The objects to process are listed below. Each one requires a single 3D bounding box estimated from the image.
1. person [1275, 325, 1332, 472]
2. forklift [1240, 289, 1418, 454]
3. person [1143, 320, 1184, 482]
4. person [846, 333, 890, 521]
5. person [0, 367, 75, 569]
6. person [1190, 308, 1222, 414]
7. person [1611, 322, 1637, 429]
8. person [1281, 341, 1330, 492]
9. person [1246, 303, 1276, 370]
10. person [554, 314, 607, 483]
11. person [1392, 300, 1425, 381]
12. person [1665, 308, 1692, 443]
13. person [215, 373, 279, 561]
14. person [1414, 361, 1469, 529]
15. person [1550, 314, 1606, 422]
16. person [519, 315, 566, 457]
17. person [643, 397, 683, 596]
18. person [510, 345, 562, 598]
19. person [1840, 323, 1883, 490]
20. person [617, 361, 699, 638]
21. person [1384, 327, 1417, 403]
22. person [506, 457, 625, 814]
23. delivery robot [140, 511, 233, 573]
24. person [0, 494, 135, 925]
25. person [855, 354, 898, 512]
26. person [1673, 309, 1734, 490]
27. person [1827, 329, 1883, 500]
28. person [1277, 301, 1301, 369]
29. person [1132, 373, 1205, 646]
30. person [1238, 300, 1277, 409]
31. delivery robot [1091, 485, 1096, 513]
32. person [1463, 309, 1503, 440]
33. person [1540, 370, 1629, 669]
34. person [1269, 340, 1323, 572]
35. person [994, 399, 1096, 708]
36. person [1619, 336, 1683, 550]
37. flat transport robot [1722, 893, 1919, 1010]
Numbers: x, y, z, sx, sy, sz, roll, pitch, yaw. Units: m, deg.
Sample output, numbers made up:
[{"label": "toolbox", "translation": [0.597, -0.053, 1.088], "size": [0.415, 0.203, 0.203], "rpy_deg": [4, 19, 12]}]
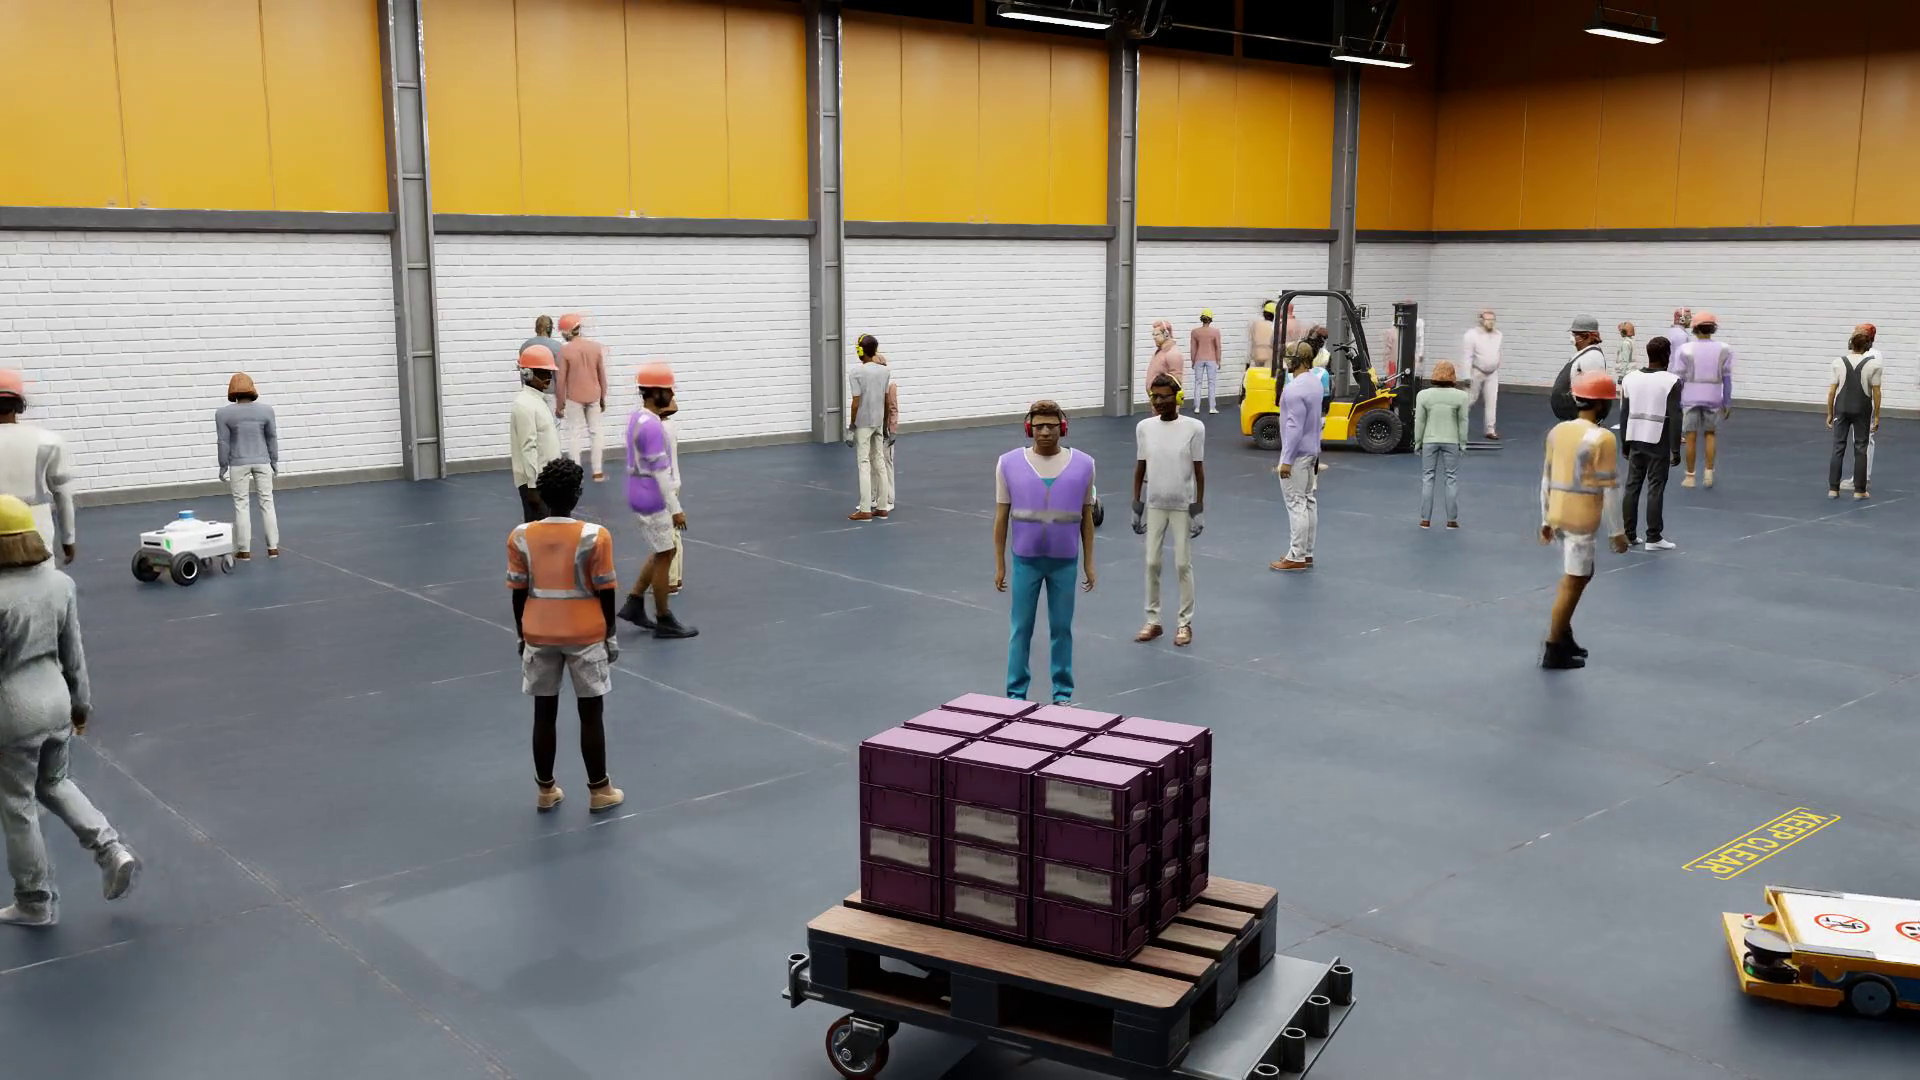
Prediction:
[{"label": "person", "translation": [4.182, -1.716, 20.319], "size": [0.696, 1.807, 0.432], "rpy_deg": [0, 10, -2]}, {"label": "forklift", "translation": [5.034, -2.339, 22.783], "size": [2.313, 2.155, 1.214], "rpy_deg": [3, 10, 16]}, {"label": "person", "translation": [2.331, -1.568, 19.128], "size": [0.401, 1.905, 0.643], "rpy_deg": [-2, 10, -10]}, {"label": "person", "translation": [-0.918, -1.122, 16.606], "size": [0.509, 1.872, 0.328], "rpy_deg": [-9, 13, -42]}, {"label": "person", "translation": [-5.557, -0.022, 9.819], "size": [0.624, 2.001, 1.043], "rpy_deg": [-7, 12, -37]}, {"label": "person", "translation": [4.113, -2.985, 27.821], "size": [0.524, 1.769, 0.308], "rpy_deg": [3, 10, 19]}, {"label": "person", "translation": [10.144, -2.501, 25.356], "size": [0.311, 1.639, 0.512], "rpy_deg": [6, 11, 31]}, {"label": "person", "translation": [3.870, -1.389, 18.681], "size": [0.529, 1.695, 0.321], "rpy_deg": [5, 11, 27]}, {"label": "person", "translation": [5.111, -3.032, 27.816], "size": [0.597, 1.866, 1.006], "rpy_deg": [6, 11, 31]}, {"label": "person", "translation": [-4.417, -1.633, 19.367], "size": [0.701, 1.957, 0.393], "rpy_deg": [-8, 13, -39]}, {"label": "person", "translation": [7.926, -3.323, 29.500], "size": [0.584, 1.867, 0.496], "rpy_deg": [1, 10, 3]}, {"label": "person", "translation": [10.191, -2.331, 23.581], "size": [0.407, 1.908, 0.641], "rpy_deg": [1, 10, 8]}, {"label": "person", "translation": [-6.184, -0.637, 14.459], "size": [0.498, 1.633, 0.279], "rpy_deg": [-7, 12, -34]}, {"label": "person", "translation": [4.645, -0.915, 16.088], "size": [0.501, 1.633, 0.281], "rpy_deg": [3, 10, 18]}, {"label": "person", "translation": [6.466, -1.348, 17.432], "size": [0.536, 2.000, 0.672], "rpy_deg": [3, 10, 18]}, {"label": "person", "translation": [-4.997, -1.742, 20.051], "size": [0.629, 1.935, 0.379], "rpy_deg": [4, 10, 22]}, {"label": "person", "translation": [-2.323, -0.384, 12.980], "size": [0.279, 1.633, 0.505], "rpy_deg": [0, 10, 2]}, {"label": "person", "translation": [-3.099, -0.436, 12.227], "size": [0.379, 1.991, 0.625], "rpy_deg": [-1, 10, -8]}, {"label": "person", "translation": [10.200, -1.504, 18.799], "size": [0.357, 1.885, 0.573], "rpy_deg": [8, 13, 40]}, {"label": "person", "translation": [-2.075, -0.263, 11.428], "size": [0.463, 1.927, 0.581], "rpy_deg": [-3, 10, -17]}, {"label": "person", "translation": [7.354, -2.948, 27.723], "size": [0.618, 1.737, 0.328], "rpy_deg": [-1, 10, -6]}, {"label": "person", "translation": [-1.861, 0.458, 7.859], "size": [0.533, 1.697, 0.322], "rpy_deg": [2, 10, 9]}, {"label": "delivery robot", "translation": [-6.305, 0.005, 13.579], "size": [0.477, 0.478, 0.707], "rpy_deg": [4, 11, 22]}, {"label": "person", "translation": [-3.597, 0.678, 6.486], "size": [0.480, 1.729, 0.493], "rpy_deg": [3, 10, 15]}, {"label": "person", "translation": [-0.857, -1.104, 17.176], "size": [0.525, 1.639, 0.307], "rpy_deg": [8, 12, 39]}, {"label": "person", "translation": [8.349, -1.578, 18.773], "size": [0.637, 2.037, 0.387], "rpy_deg": [2, 10, 11]}, {"label": "person", "translation": [9.688, -1.355, 18.041], "size": [0.509, 1.844, 0.329], "rpy_deg": [7, 12, 37]}, {"label": "person", "translation": [5.300, -2.934, 27.107], "size": [0.403, 1.911, 0.637], "rpy_deg": [6, 11, 30]}, {"label": "person", "translation": [1.418, -0.207, 11.316], "size": [0.518, 1.856, 0.332], "rpy_deg": [5, 11, 26]}, {"label": "person", "translation": [5.223, -3.187, 28.688], "size": [0.624, 1.890, 1.138], "rpy_deg": [9, 13, 42]}, {"label": "delivery robot", "translation": [1.090, -0.480, 16.419], "size": [0.477, 0.478, 0.707], "rpy_deg": [-2, 10, -12]}, {"label": "person", "translation": [7.555, -2.416, 24.190], "size": [0.650, 1.877, 0.870], "rpy_deg": [-2, 10, -13]}, {"label": "person", "translation": [3.978, -0.121, 10.614], "size": [0.580, 1.919, 0.555], "rpy_deg": [-2, 10, -12]}, {"label": "person", "translation": [2.828, -0.699, 13.929], "size": [0.359, 1.938, 0.635], "rpy_deg": [5, 11, 28]}, {"label": "person", "translation": [0.479, 0.117, 9.424], "size": [0.572, 1.843, 0.373], "rpy_deg": [-1, 10, -4]}, {"label": "person", "translation": [6.217, -0.870, 14.988], "size": [0.379, 1.918, 0.596], "rpy_deg": [-6, 11, -32]}, {"label": "flat transport robot", "translation": [3.543, 1.499, 5.934], "size": [1.431, 0.197, 0.652], "rpy_deg": [3, 10, 17]}]
